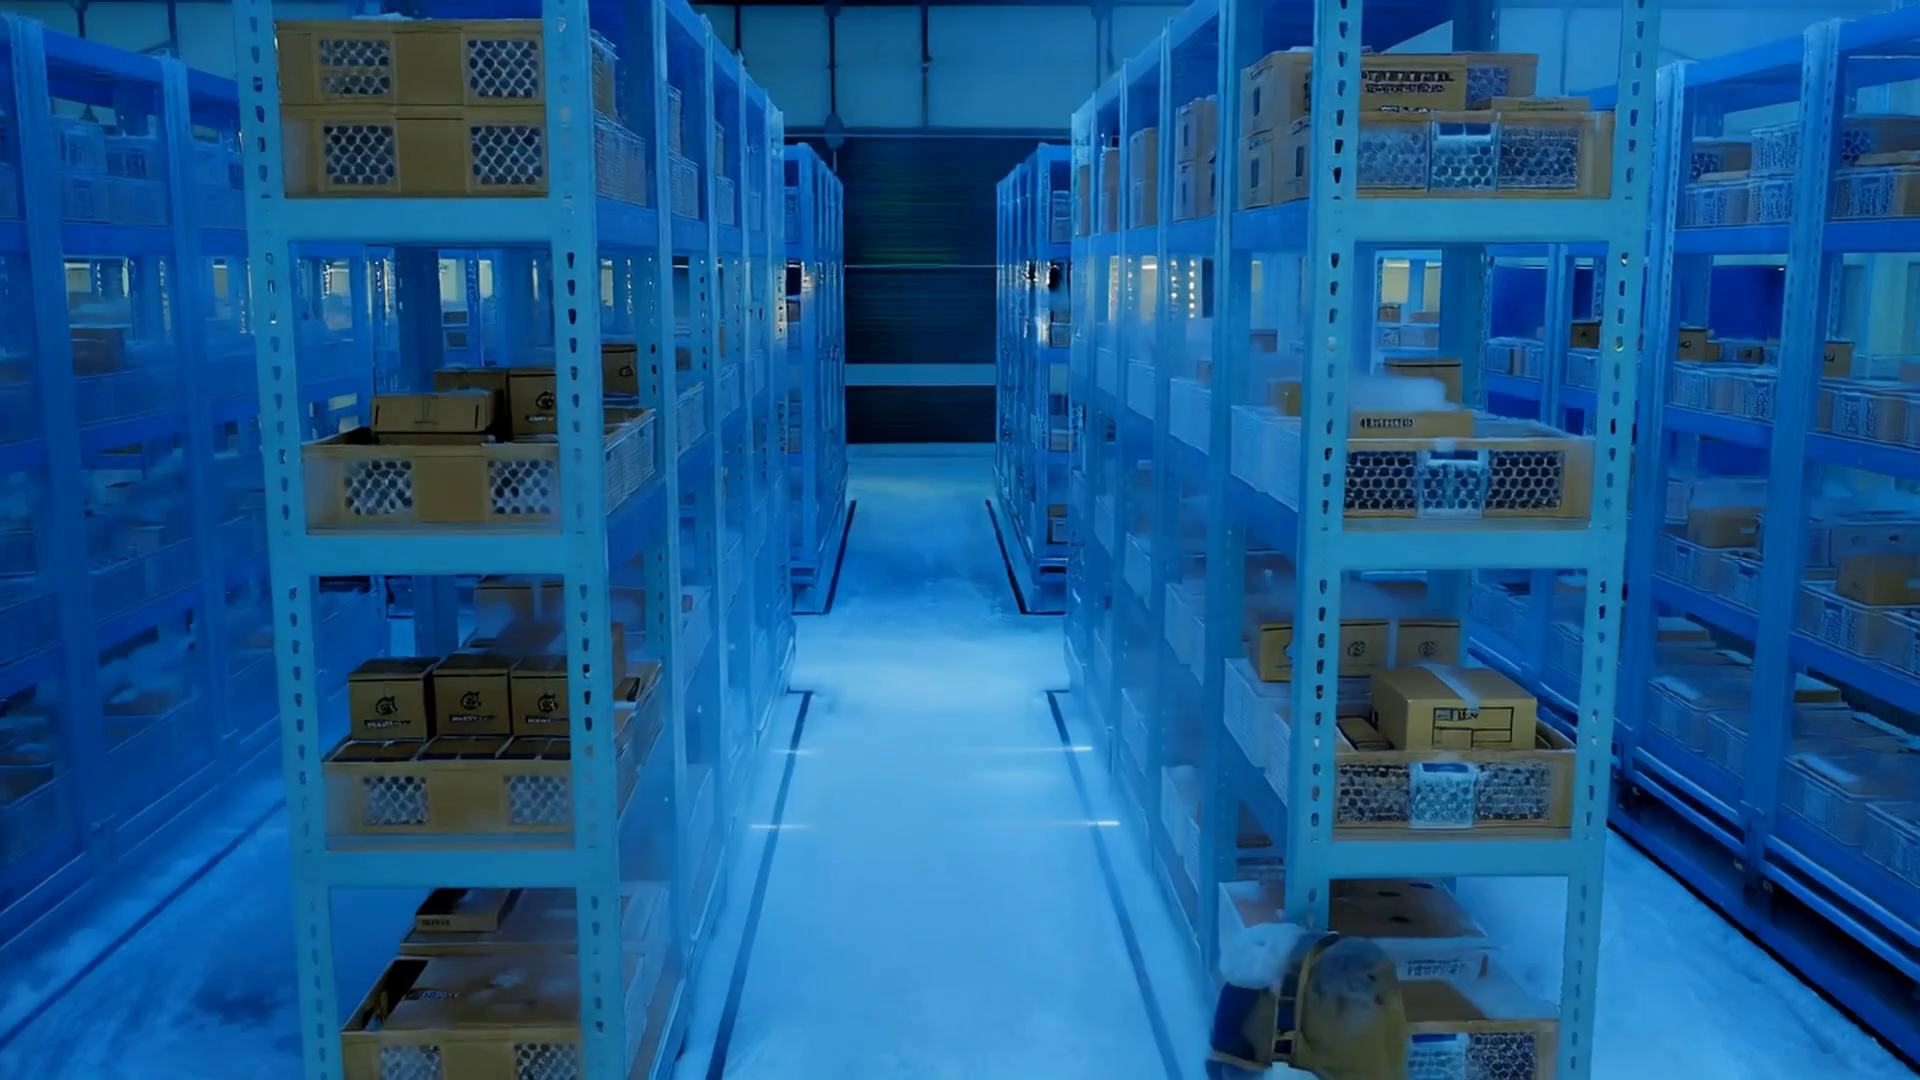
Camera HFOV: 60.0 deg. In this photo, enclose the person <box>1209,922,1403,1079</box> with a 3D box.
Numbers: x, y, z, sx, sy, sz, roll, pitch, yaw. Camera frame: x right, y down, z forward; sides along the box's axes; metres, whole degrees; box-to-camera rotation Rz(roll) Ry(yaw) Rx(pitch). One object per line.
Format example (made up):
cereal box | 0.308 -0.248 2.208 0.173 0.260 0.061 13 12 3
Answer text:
person | 0.423 1.402 2.108 0.404 1.903 0.652 1 9 4
